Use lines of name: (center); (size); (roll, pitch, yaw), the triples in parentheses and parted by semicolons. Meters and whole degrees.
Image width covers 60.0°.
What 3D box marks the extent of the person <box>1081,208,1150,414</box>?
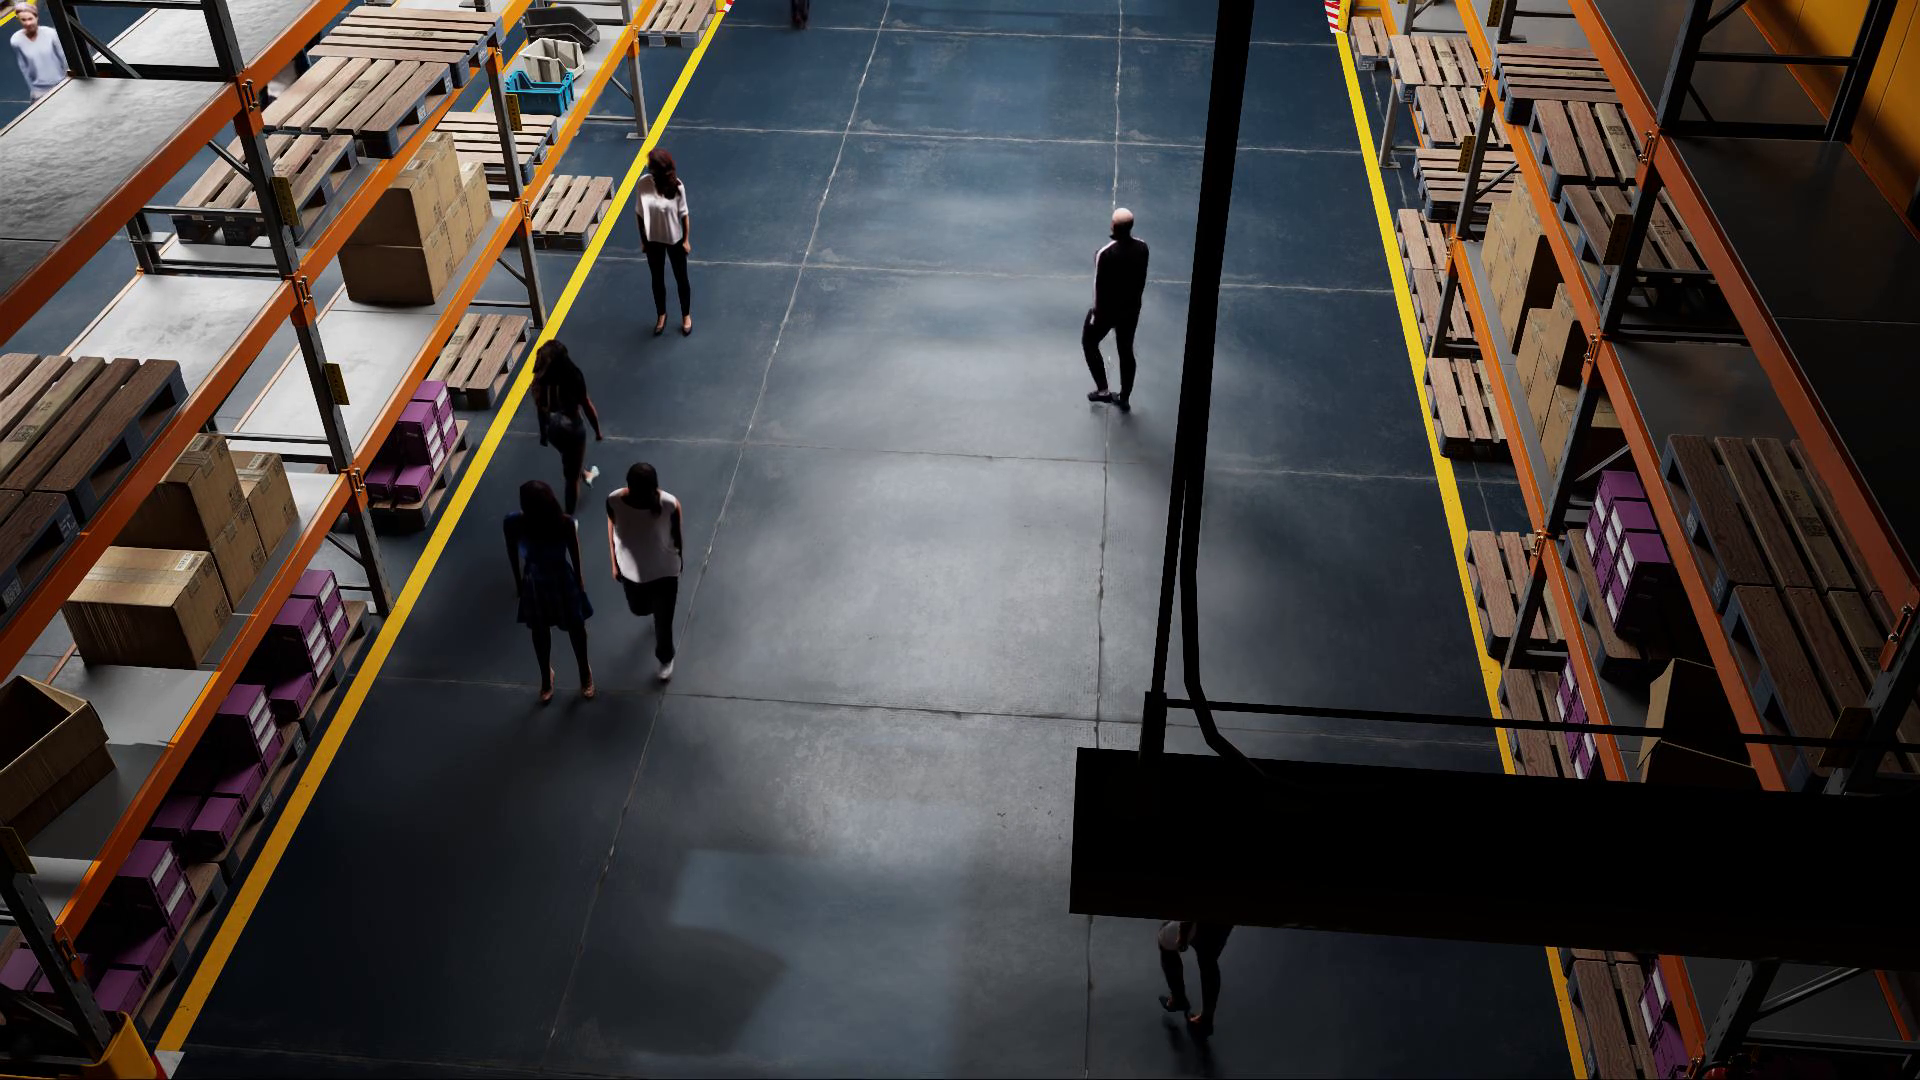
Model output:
person: (1.334, -1.815, 13.640); (0.825, 1.819, 0.846); (-17, 42, -20)

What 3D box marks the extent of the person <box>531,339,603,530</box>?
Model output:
person: (-2.972, -0.721, 12.453); (0.686, 1.591, 1.032); (8, 39, 10)

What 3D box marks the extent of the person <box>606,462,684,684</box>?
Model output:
person: (-2.117, 0.140, 11.312); (0.647, 1.669, 0.913); (3, 39, 4)

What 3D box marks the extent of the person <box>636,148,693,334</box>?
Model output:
person: (-2.603, -2.646, 14.704); (0.608, 1.791, 0.516); (2, 39, 2)

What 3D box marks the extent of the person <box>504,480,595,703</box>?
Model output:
person: (-2.694, 0.340, 10.951); (0.708, 1.807, 0.637); (-3, 39, -4)

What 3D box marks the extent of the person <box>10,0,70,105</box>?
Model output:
person: (-9.359, -4.664, 17.173); (0.944, 1.863, 1.181); (-12, 40, -14)
